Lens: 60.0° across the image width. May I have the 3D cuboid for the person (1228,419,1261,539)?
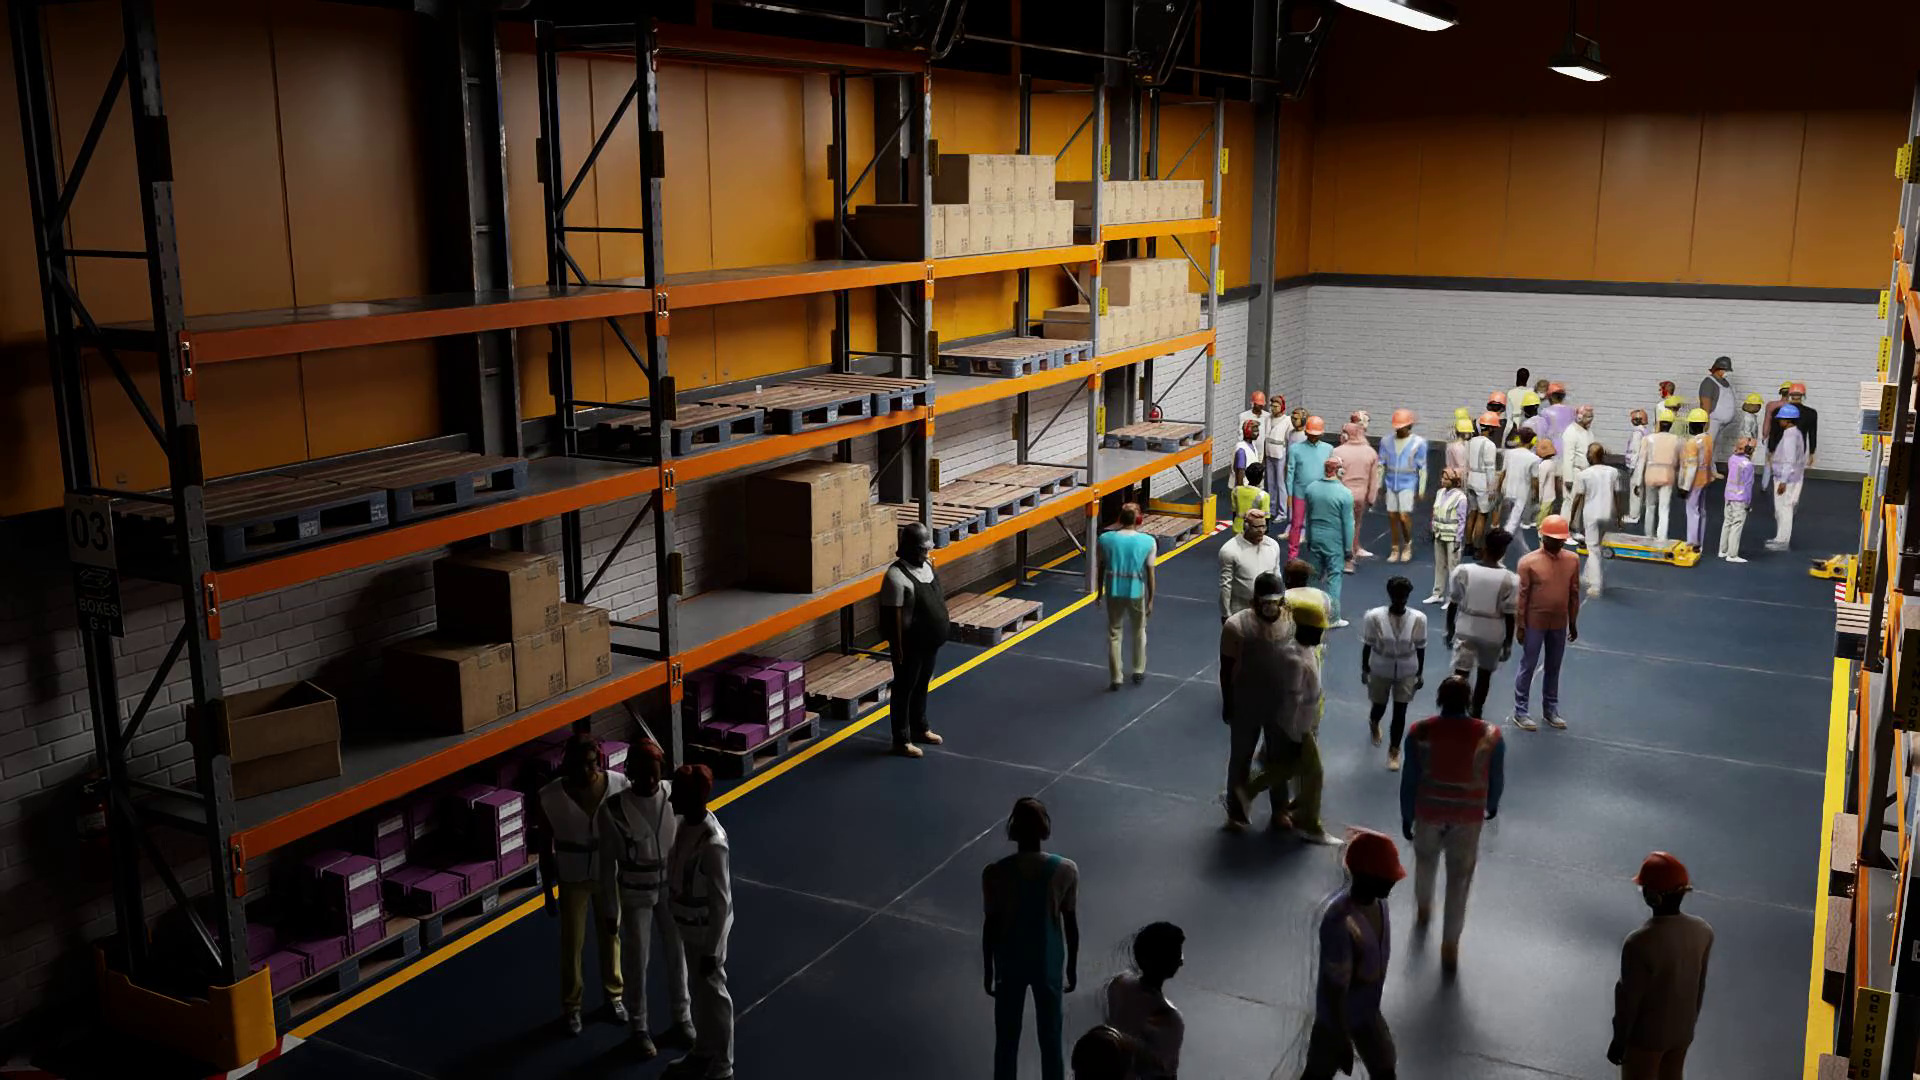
[{"bbox_3d":[3.663,-0.653,21.500,0.384,1.836,0.563,5,14,22],"label":"person"}]

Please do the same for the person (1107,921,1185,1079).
[{"bbox_3d":[0.823,2.538,7.566,0.378,1.678,0.545,-7,15,-30],"label":"person"}]

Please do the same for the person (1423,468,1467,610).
[{"bbox_3d":[5.605,-0.023,19.118,0.307,1.641,0.512,-5,14,-23],"label":"person"}]

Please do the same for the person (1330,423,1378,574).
[{"bbox_3d":[4.855,-0.549,20.979,0.638,1.859,0.913,-3,13,-13],"label":"person"}]

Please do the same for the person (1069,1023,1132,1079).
[{"bbox_3d":[0.456,2.729,6.388,0.722,1.817,0.466,2,13,10],"label":"person"}]

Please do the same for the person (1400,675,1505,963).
[{"bbox_3d":[3.189,1.754,10.819,0.633,1.797,0.940,4,13,17],"label":"person"}]

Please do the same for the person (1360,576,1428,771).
[{"bbox_3d":[3.657,1.082,14.063,0.542,1.676,0.510,2,13,8],"label":"person"}]

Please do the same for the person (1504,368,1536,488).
[{"bbox_3d":[8.834,-1.753,26.234,0.593,1.920,0.392,-4,13,-18],"label":"person"}]

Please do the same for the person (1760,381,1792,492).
[{"bbox_3d":[12.789,-1.597,25.915,0.532,1.754,0.340,6,14,27],"label":"person"}]

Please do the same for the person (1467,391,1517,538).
[{"bbox_3d":[7.244,-1.012,22.673,0.612,2.031,0.403,4,13,16],"label":"person"}]

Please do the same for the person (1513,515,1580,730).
[{"bbox_3d":[5.271,0.738,14.940,0.614,1.987,0.408,-3,13,-13],"label":"person"}]

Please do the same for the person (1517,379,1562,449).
[{"bbox_3d":[8.652,-1.462,24.925,0.644,1.918,0.458,8,15,33],"label":"person"}]

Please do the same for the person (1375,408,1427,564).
[{"bbox_3d":[5.601,-0.682,21.200,0.621,2.019,0.484,10,16,38],"label":"person"}]

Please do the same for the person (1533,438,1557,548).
[{"bbox_3d":[7.447,-0.488,21.240,0.282,1.625,0.496,8,15,33],"label":"person"}]

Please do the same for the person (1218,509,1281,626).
[{"bbox_3d":[2.726,0.637,15.578,0.644,1.901,0.399,-5,14,-21],"label":"person"}]

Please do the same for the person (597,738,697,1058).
[{"bbox_3d":[-1.755,2.017,9.455,0.585,1.877,0.361,-8,15,-31],"label":"person"}]

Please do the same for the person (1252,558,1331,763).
[{"bbox_3d":[2.767,1.035,13.990,0.630,1.818,0.674,-5,13,-20],"label":"person"}]

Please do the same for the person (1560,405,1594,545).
[{"bbox_3d":[8.320,-0.881,22.392,0.399,1.897,0.652,11,17,41],"label":"person"}]

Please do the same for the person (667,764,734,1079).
[{"bbox_3d":[-1.411,2.108,9.027,0.353,1.883,0.573,-5,14,-23],"label":"person"}]

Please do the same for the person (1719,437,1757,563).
[{"bbox_3d":[9.997,-0.519,21.359,0.324,1.631,0.520,-1,13,-4],"label":"person"}]

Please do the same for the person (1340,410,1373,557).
[{"bbox_3d":[5.199,-0.747,21.748,0.410,1.913,0.643,-2,13,-10],"label":"person"}]

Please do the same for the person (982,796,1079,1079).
[{"bbox_3d":[0.365,2.217,8.643,0.509,1.837,0.329,-1,13,-4],"label":"person"}]

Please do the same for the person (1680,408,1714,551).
[{"bbox_3d":[9.608,-0.760,21.766,0.589,1.928,0.386,-12,17,-42],"label":"person"}]

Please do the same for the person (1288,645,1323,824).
[{"bbox_3d":[2.642,1.348,12.852,0.316,1.695,0.542,2,13,11],"label":"person"}]

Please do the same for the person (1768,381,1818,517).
[{"bbox_3d":[12.064,-1.310,24.133,0.631,1.974,0.467,7,14,28],"label":"person"}]

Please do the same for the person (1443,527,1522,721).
[{"bbox_3d":[4.583,0.836,14.679,0.646,1.925,0.848,6,14,24],"label":"person"}]

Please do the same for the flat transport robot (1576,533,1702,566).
[{"bbox_3d":[8.841,0.103,21.645,1.431,0.197,0.652,8,15,32],"label":"flat transport robot"}]

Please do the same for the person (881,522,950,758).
[{"bbox_3d":[-0.351,0.839,14.353,0.538,2.000,0.689,7,14,27],"label":"person"}]

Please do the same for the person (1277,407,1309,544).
[{"bbox_3d":[4.572,-0.875,22.467,0.348,1.847,0.505,-7,14,-28],"label":"person"}]

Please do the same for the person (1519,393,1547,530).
[{"bbox_3d":[7.992,-1.106,23.356,0.394,1.913,0.591,10,16,38],"label":"person"}]

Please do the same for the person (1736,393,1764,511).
[{"bbox_3d":[11.680,-1.313,24.657,0.312,1.744,0.487,6,14,24],"label":"person"}]

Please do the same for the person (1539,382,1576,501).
[{"bbox_3d":[8.602,-1.279,24.031,0.642,1.970,1.120,-6,14,-25],"label":"person"}]

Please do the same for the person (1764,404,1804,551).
[{"bbox_3d":[10.929,-0.828,22.031,0.409,1.943,0.615,7,14,29],"label":"person"}]

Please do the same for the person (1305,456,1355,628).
[{"bbox_3d":[4.095,0.018,18.364,0.398,1.899,0.641,-10,16,-37],"label":"person"}]

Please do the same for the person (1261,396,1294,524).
[{"bbox_3d":[4.545,-1.155,23.748,0.393,1.836,0.560,-7,15,-30],"label":"person"}]

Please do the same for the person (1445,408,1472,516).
[{"bbox_3d":[7.121,-1.038,23.499,0.543,1.703,0.659,4,13,19],"label":"person"}]

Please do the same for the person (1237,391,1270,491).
[{"bbox_3d":[4.422,-1.362,24.887,0.567,1.743,0.348,-2,13,-8],"label":"person"}]

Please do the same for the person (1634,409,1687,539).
[{"bbox_3d":[9.266,-0.782,21.999,0.619,1.877,0.960,5,13,20],"label":"person"}]

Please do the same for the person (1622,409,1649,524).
[{"bbox_3d":[9.644,-1.049,23.720,0.307,1.637,0.511,7,15,30],"label":"person"}]

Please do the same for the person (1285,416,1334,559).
[{"bbox_3d":[4.373,-0.569,20.784,0.611,1.985,0.393,-1,13,-3],"label":"person"}]

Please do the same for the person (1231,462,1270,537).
[{"bbox_3d":[3.348,-0.065,19.200,0.320,1.686,0.540,-11,17,-41],"label":"person"}]

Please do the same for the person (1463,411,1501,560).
[{"bbox_3d":[6.769,-0.703,21.517,0.390,1.928,0.547,-2,13,-10],"label":"person"}]

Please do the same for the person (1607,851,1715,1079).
[{"bbox_3d":[3.396,2.370,8.170,0.570,1.743,0.353,-7,14,-28],"label":"person"}]

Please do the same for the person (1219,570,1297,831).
[{"bbox_3d":[2.325,1.221,12.644,0.687,2.000,0.538,-1,13,-3],"label":"person"}]

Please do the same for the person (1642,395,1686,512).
[{"bbox_3d":[10.552,-1.270,24.538,0.532,1.726,0.908,-8,15,-32],"label":"person"}]

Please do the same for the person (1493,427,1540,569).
[{"bbox_3d":[7.043,-0.519,20.958,0.962,1.807,0.523,-8,15,-32],"label":"person"}]

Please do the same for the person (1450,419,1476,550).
[{"bbox_3d":[6.622,-0.734,22.041,0.350,1.755,0.539,4,13,16],"label":"person"}]

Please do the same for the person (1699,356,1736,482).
[{"bbox_3d":[12.280,-1.975,26.952,0.674,2.000,0.535,-11,17,-41],"label":"person"}]

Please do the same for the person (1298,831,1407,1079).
[{"bbox_3d":[1.966,2.314,8.108,0.988,1.880,0.578,11,17,41],"label":"person"}]

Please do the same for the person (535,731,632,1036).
[{"bbox_3d":[-2.172,1.977,9.732,0.567,1.838,0.388,-6,14,-25],"label":"person"}]

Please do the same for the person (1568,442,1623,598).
[{"bbox_3d":[7.533,-0.262,19.807,0.556,1.804,0.849,-2,13,-8],"label":"person"}]

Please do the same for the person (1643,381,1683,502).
[{"bbox_3d":[10.697,-1.493,25.232,0.567,1.846,0.389,-9,15,-35],"label":"person"}]

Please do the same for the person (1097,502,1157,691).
[{"bbox_3d":[1.623,0.528,16.259,0.595,1.817,0.755,2,13,11],"label":"person"}]

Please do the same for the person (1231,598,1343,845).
[{"bbox_3d":[2.493,1.335,12.472,0.804,1.901,0.599,4,13,18],"label":"person"}]
